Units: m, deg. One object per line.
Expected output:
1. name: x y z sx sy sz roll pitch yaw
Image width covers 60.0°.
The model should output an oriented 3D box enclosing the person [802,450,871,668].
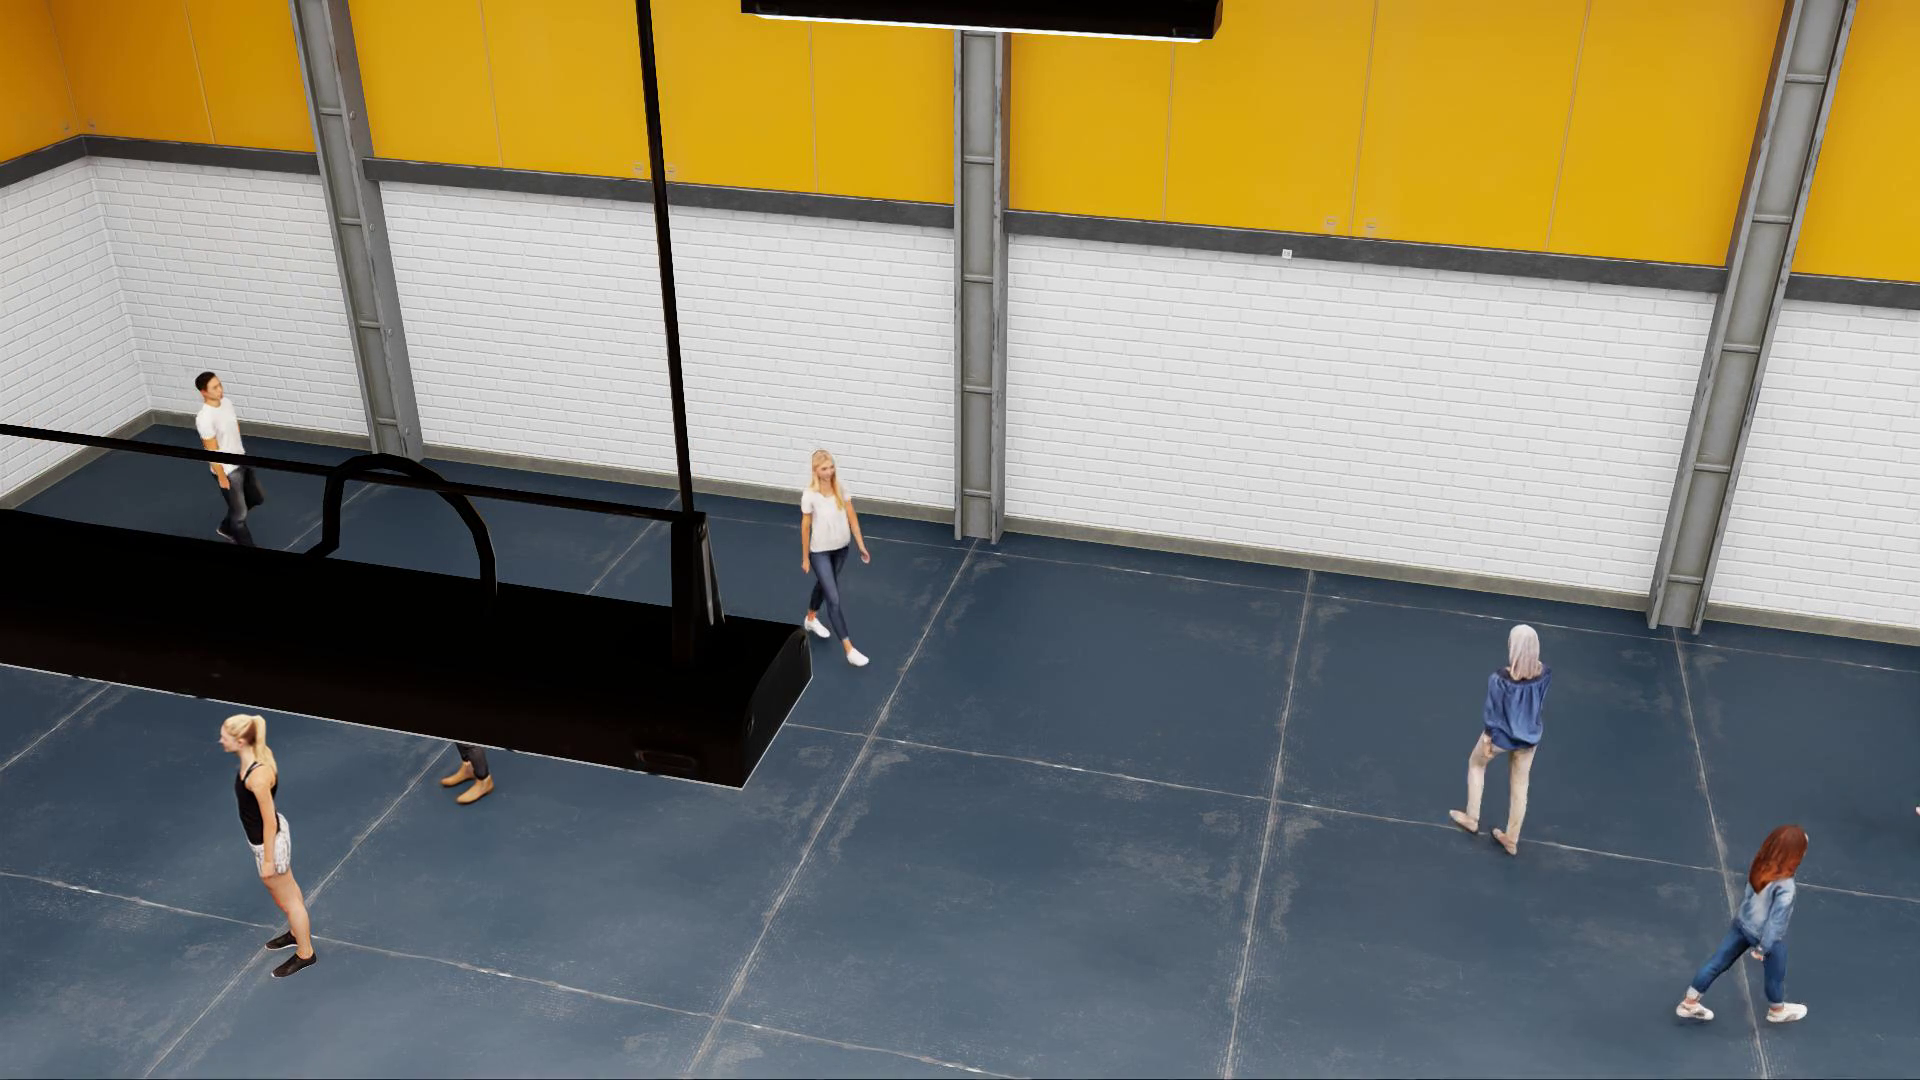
1. person: -1.097 0.084 13.217 1.019 1.760 1.221 -24 37 -37

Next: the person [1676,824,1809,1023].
1. person: 4.528 2.242 9.587 1.064 1.446 0.783 -2 29 -4

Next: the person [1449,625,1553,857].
1. person: 3.682 1.362 10.968 0.799 1.680 0.843 -5 29 -10

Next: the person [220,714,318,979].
1. person: -4.149 1.791 9.998 0.727 1.846 0.683 -12 31 -22

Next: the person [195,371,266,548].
1. person: -6.449 -0.648 14.531 0.807 1.796 0.736 2 29 3
